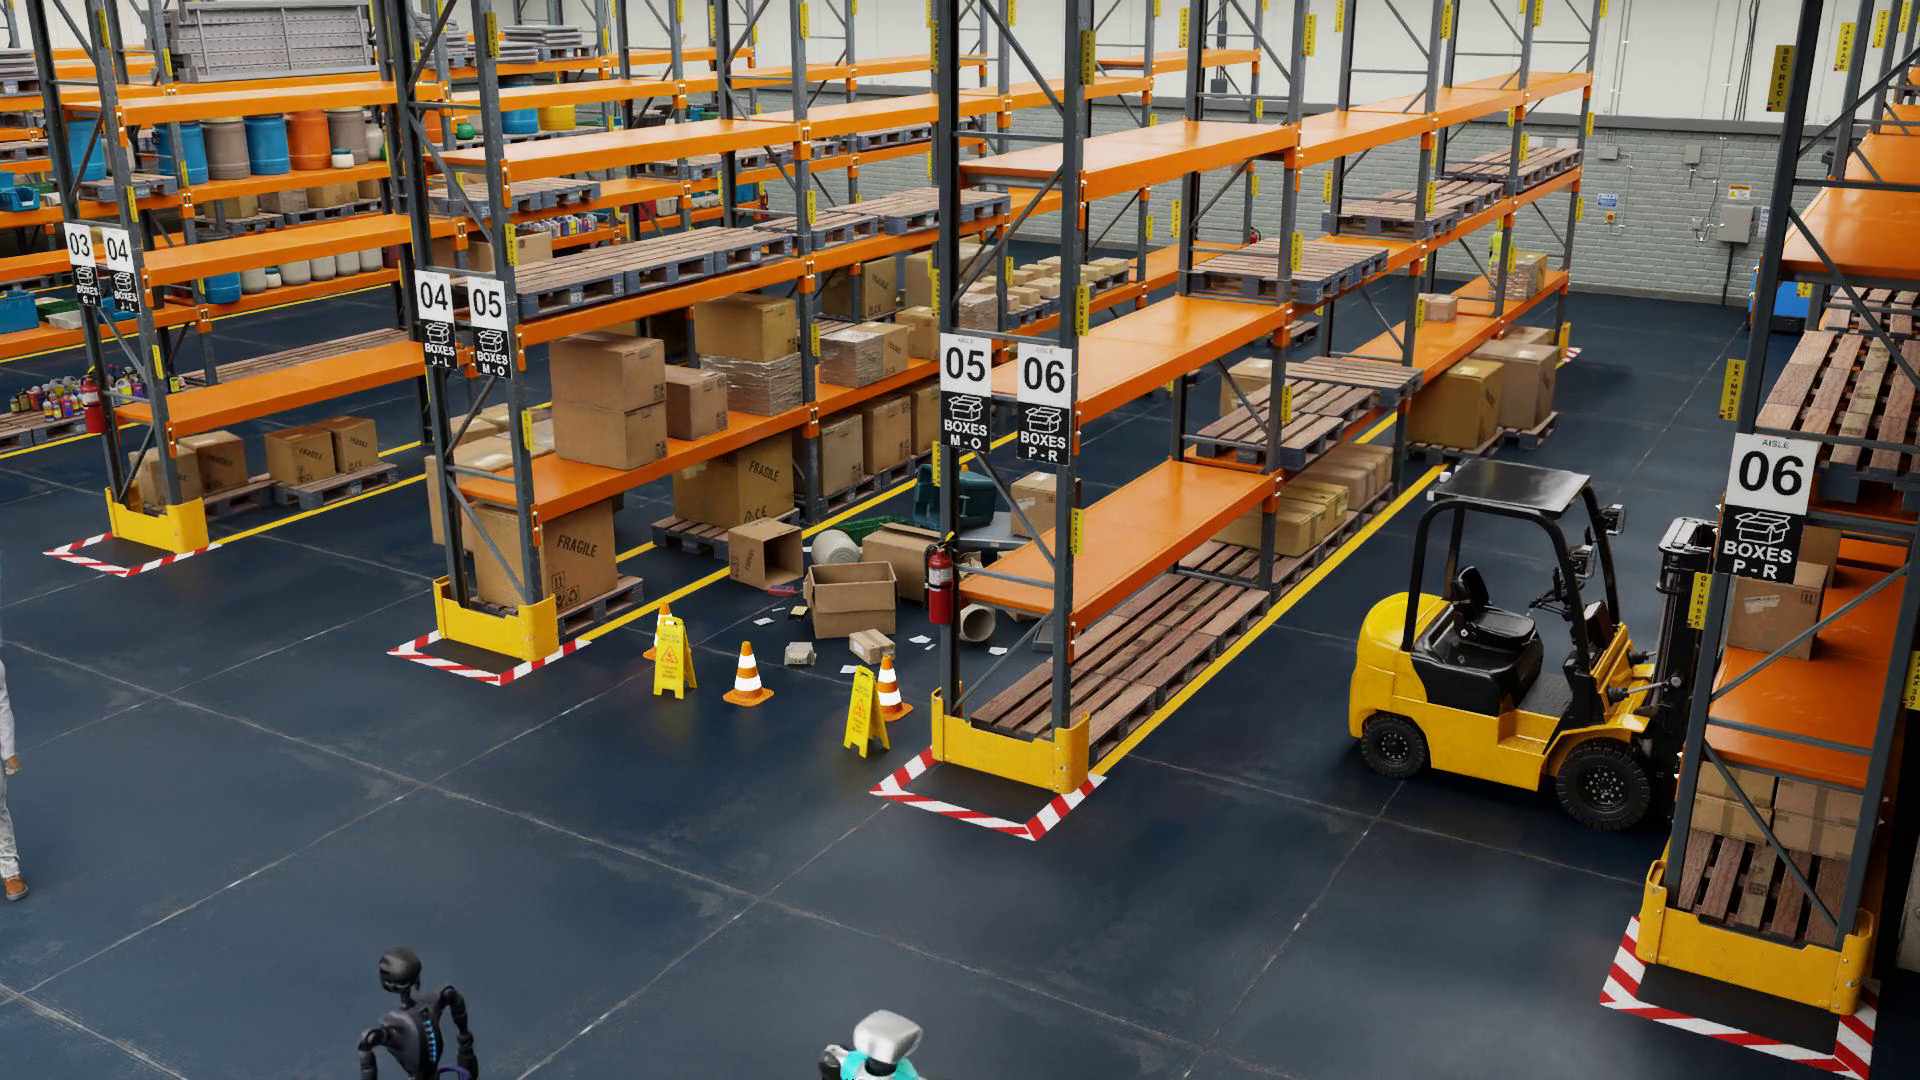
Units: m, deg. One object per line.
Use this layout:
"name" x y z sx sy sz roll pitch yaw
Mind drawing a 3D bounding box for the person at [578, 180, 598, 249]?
"person" -6.991 -5.933 31.488 0.517 1.755 0.933 4 19 11

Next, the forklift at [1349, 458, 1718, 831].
"forklift" 3.988 0.658 11.776 2.313 2.155 1.214 11 22 29

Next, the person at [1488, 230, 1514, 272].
"person" 8.921 -4.502 27.443 0.319 1.696 0.531 -9 21 -24

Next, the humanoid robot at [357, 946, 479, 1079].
"humanoid robot" -2.295 2.518 7.227 0.371 1.655 0.594 14 23 34

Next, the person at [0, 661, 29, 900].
"person" -6.118 1.339 10.192 0.630 1.940 0.371 -11 22 -29

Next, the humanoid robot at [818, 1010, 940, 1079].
"humanoid robot" -0.222 2.602 6.846 0.575 1.773 0.756 9 21 24

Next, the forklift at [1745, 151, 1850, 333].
"forklift" 13.620 -4.667 26.137 1.873 2.768 1.129 11 22 29

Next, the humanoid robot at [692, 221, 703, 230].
"humanoid robot" -5.646 -7.442 35.982 0.350 1.647 0.609 13 23 34
